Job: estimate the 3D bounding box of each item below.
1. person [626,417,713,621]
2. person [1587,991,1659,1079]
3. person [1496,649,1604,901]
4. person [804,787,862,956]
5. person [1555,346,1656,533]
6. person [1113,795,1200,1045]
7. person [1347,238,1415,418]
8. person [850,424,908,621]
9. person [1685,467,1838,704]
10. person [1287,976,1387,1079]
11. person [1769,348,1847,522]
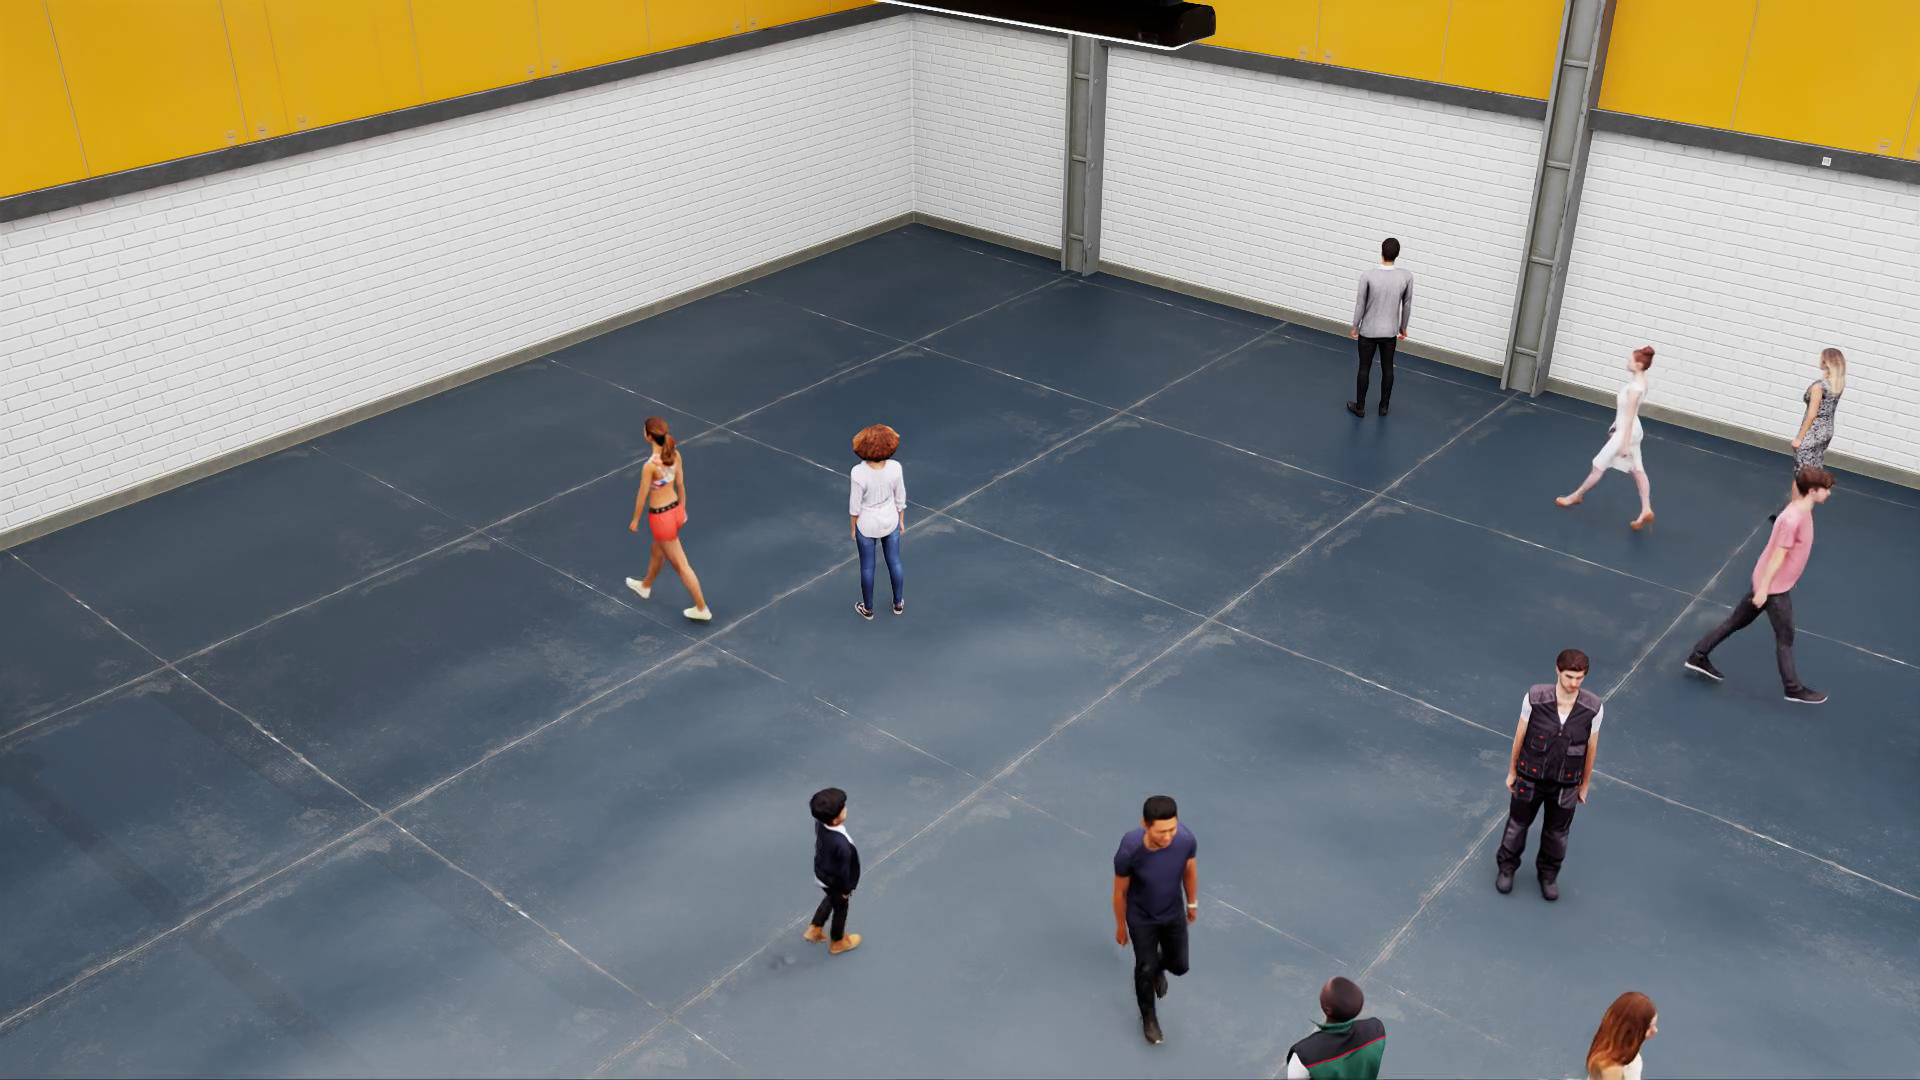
[{"bbox_3d":[-2.324,-0.117,13.528,1.185,1.744,0.746,15,32,25],"label":"person"},{"bbox_3d":[3.014,2.847,8.194,1.218,1.646,0.609,18,33,29],"label":"person"},{"bbox_3d":[3.720,1.473,10.509,0.674,1.843,0.799,8,30,14],"label":"person"},{"bbox_3d":[-0.814,2.032,10.135,0.644,1.220,0.586,-17,33,-28],"label":"person"},{"bbox_3d":[6.060,-0.861,14.895,1.133,1.740,0.706,16,33,27],"label":"person"},{"bbox_3d":[1.086,2.072,9.491,0.890,1.765,0.954,-8,30,-15],"label":"person"},{"bbox_3d":[4.326,-2.186,17.134,0.820,1.923,0.896,-1,29,-1],"label":"person"},{"bbox_3d":[-0.671,-0.153,13.626,0.750,1.713,0.785,-8,30,-14],"label":"person"},{"bbox_3d":[6.034,0.320,12.562,1.298,1.900,0.832,16,32,26],"label":"person"},{"bbox_3d":[1.764,2.825,8.035,0.775,1.839,0.764,-13,31,-22],"label":"person"},{"bbox_3d":[7.749,-0.932,15.064,0.625,1.703,0.601,-16,32,-26],"label":"person"}]
